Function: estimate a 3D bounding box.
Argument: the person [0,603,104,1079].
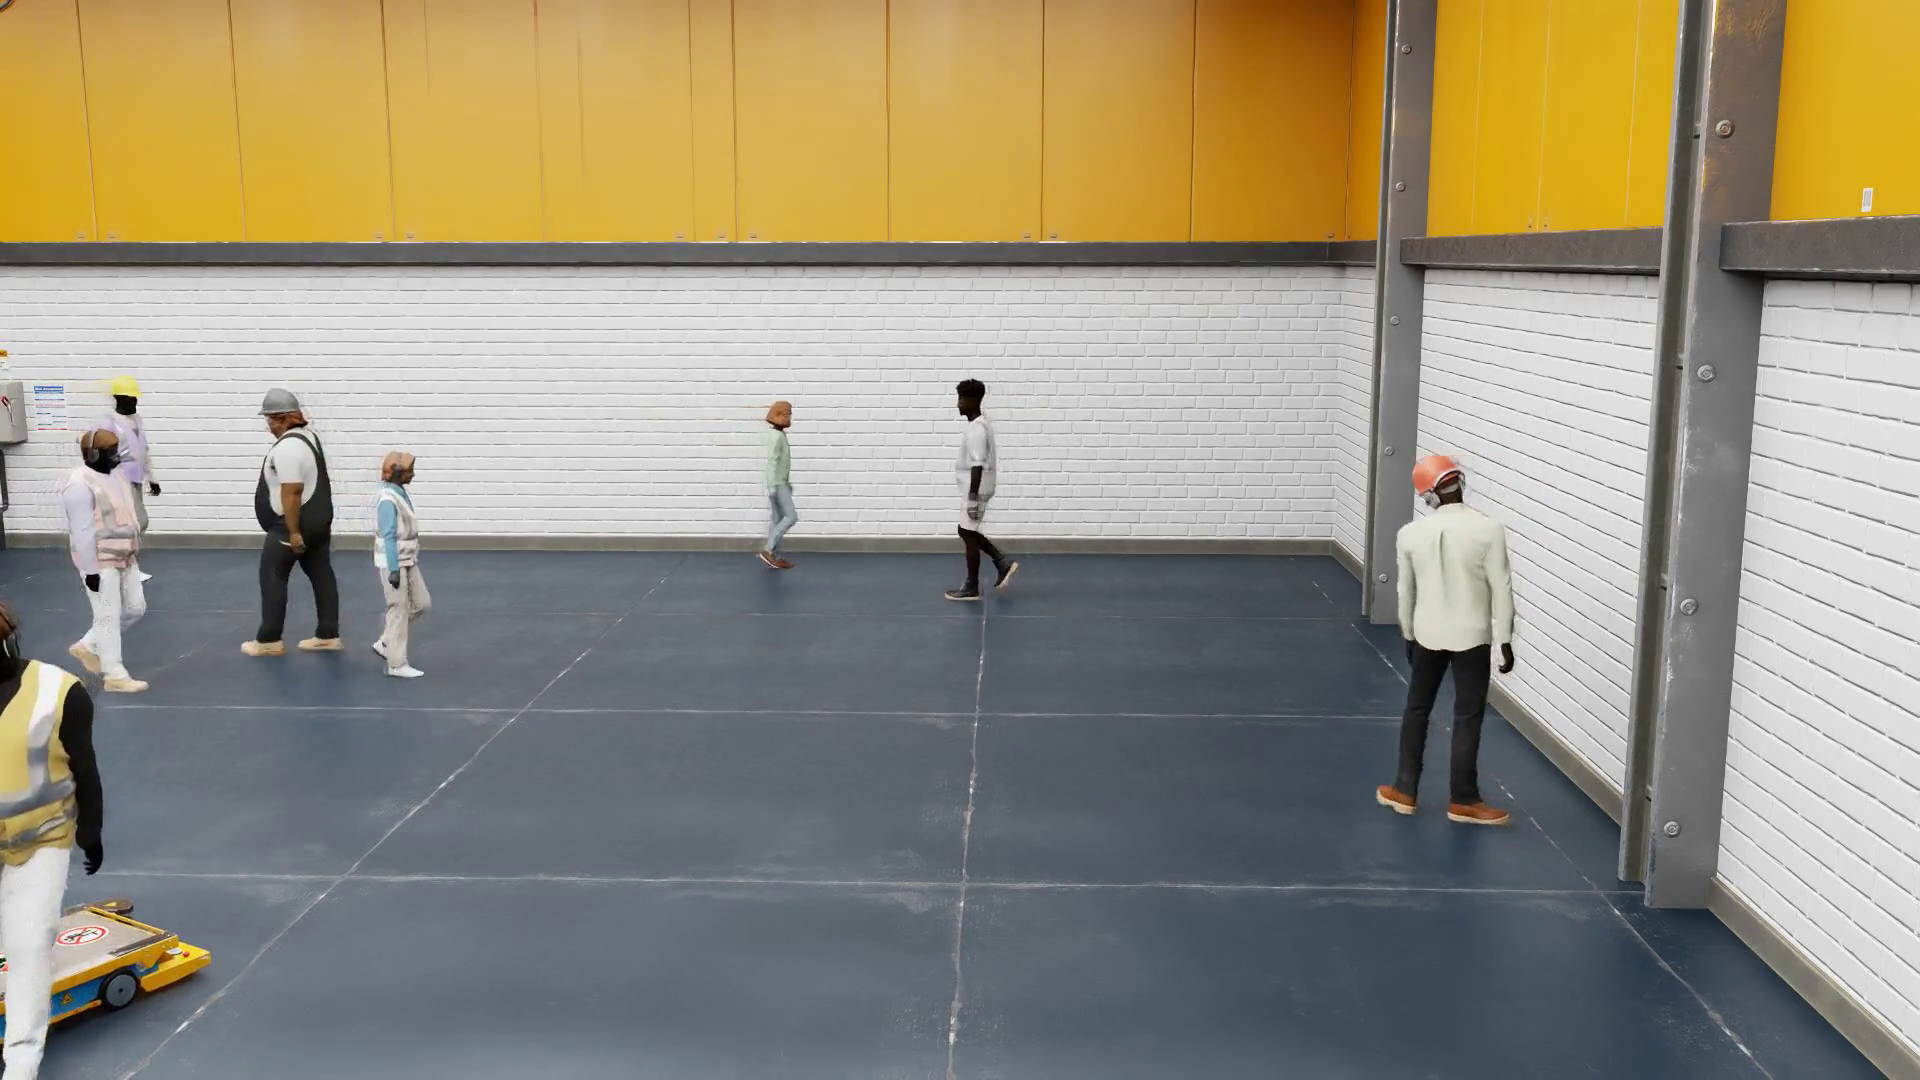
[{"bbox_3d":[-3.477,1.082,6.066,0.642,1.796,0.981,-2,10,-11],"label":"person"}]

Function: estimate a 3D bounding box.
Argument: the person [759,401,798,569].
[{"bbox_3d":[-1.707,-0.517,15.888,0.355,1.622,0.499,-1,10,-3],"label":"person"}]

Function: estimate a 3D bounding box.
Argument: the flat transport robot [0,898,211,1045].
[{"bbox_3d":[-3.772,1.762,6.496,0.652,0.197,1.431,6,11,30],"label":"flat transport robot"}]

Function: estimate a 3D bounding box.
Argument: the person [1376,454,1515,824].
[{"bbox_3d":[2.616,0.534,8.817,0.712,1.947,0.378,9,13,43],"label":"person"}]

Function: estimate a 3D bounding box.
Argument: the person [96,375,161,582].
[{"bbox_3d":[-7.607,-0.557,15.298,0.501,1.909,0.585,0,10,1],"label":"person"}]

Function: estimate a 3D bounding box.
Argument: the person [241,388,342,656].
[{"bbox_3d":[-5.097,-0.150,12.519,0.807,2.000,0.685,0,10,2],"label":"person"}]

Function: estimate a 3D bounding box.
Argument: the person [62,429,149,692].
[{"bbox_3d":[-5.900,0.145,11.418,0.530,1.833,0.627,0,10,1],"label":"person"}]

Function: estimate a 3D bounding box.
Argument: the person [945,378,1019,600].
[{"bbox_3d":[0.174,-0.435,14.443,0.547,1.952,0.637,1,10,4],"label":"person"}]

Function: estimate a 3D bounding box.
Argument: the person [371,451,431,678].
[{"bbox_3d":[-3.964,0.176,11.804,0.370,1.621,0.545,-1,10,-6],"label":"person"}]
